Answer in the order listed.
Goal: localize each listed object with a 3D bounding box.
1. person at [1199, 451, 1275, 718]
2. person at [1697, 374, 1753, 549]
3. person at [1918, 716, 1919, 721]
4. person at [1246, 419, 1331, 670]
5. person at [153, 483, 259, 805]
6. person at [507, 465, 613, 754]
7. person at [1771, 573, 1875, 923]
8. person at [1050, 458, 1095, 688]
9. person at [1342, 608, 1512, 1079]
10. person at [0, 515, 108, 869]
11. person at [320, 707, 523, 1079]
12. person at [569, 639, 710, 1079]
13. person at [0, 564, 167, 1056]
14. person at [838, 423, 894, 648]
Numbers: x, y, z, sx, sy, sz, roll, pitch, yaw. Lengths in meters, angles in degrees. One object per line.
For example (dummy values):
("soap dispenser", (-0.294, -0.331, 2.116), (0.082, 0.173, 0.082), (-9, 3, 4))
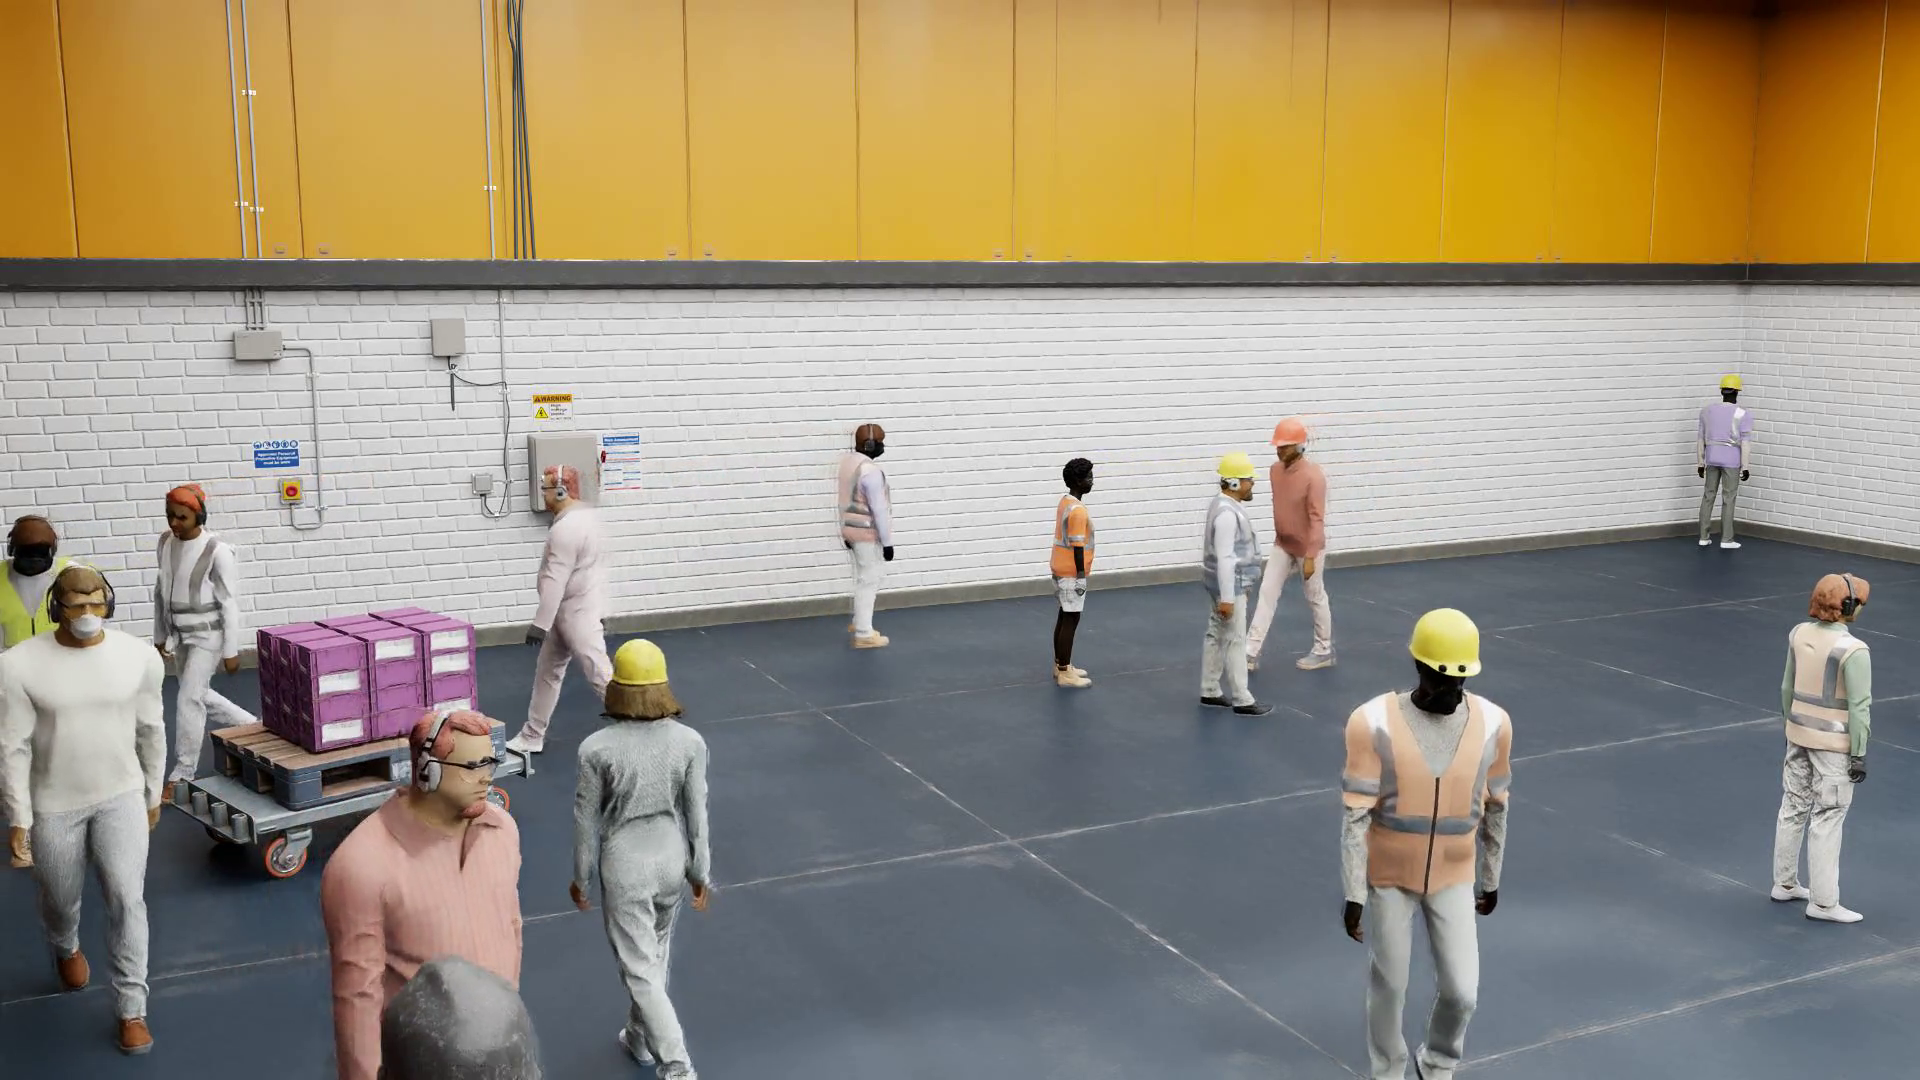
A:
("person", (1.880, 0.298, 11.409), (0.432, 1.834, 0.593), (1, 9, 5))
("person", (8.412, -0.863, 18.306), (0.397, 1.918, 0.588), (-7, 11, -37))
("person", (6.617, 0.353, 11.003), (0.346, 1.840, 0.505), (1, 9, 6))
("person", (2.451, 0.063, 12.480), (1.059, 1.932, 0.642), (-6, 11, -31))
("person", (-4.360, 0.562, 9.664), (0.630, 1.851, 0.781), (6, 11, 32))
("person", (-2.389, 0.456, 10.325), (1.008, 1.858, 0.639), (-2, 9, -10))
("person", (4.064, 0.966, 7.824), (0.308, 1.636, 0.524), (-2, 9, -10))
("person", (0.831, 0.234, 12.209), (0.322, 1.689, 0.530), (-1, 9, -7))
("person", (1.613, 1.161, 5.780), (0.603, 1.906, 0.458), (0, 9, 2))
("person", (-4.722, 0.756, 8.581), (0.692, 1.817, 0.533), (-3, 10, -20))
("person", (-1.492, 1.368, 4.615), (0.893, 1.872, 0.652), (7, 11, 35))
("person", (-1.132, 1.214, 6.085), (0.486, 1.707, 0.864), (-6, 11, -35))
("person", (-3.500, 1.022, 6.665), (0.630, 1.914, 0.904), (-6, 11, -33))
("person", (-0.722, -0.028, 13.401), (0.492, 1.829, 0.664), (-4, 10, -23))
